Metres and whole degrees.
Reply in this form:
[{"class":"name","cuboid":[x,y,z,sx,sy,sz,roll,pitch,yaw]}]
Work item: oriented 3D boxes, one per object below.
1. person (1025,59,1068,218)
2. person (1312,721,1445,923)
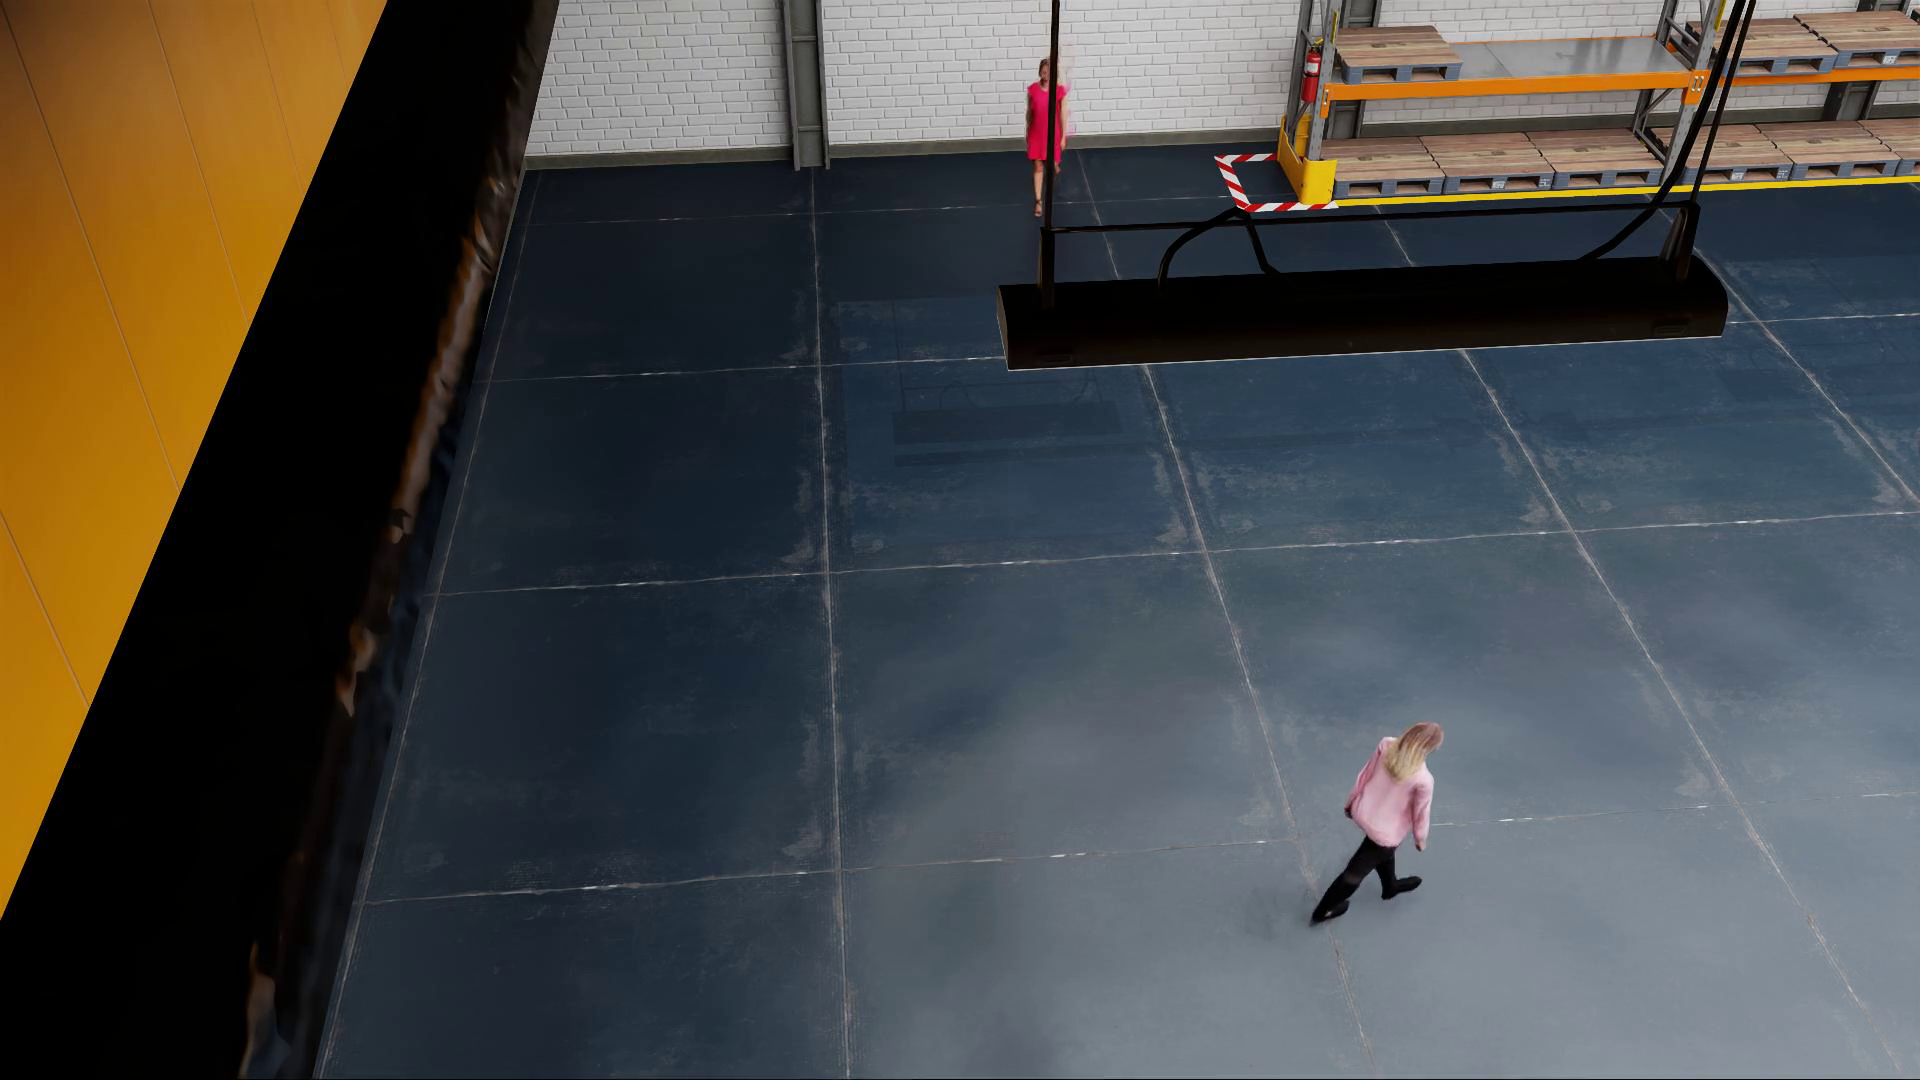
[{"class":"person","cuboid":[0.903,-4.232,17.261,0.917,1.696,0.810,9,40,12]},{"class":"person","cuboid":[2.415,1.703,9.882,1.056,1.631,0.788,-18,42,-21]}]
